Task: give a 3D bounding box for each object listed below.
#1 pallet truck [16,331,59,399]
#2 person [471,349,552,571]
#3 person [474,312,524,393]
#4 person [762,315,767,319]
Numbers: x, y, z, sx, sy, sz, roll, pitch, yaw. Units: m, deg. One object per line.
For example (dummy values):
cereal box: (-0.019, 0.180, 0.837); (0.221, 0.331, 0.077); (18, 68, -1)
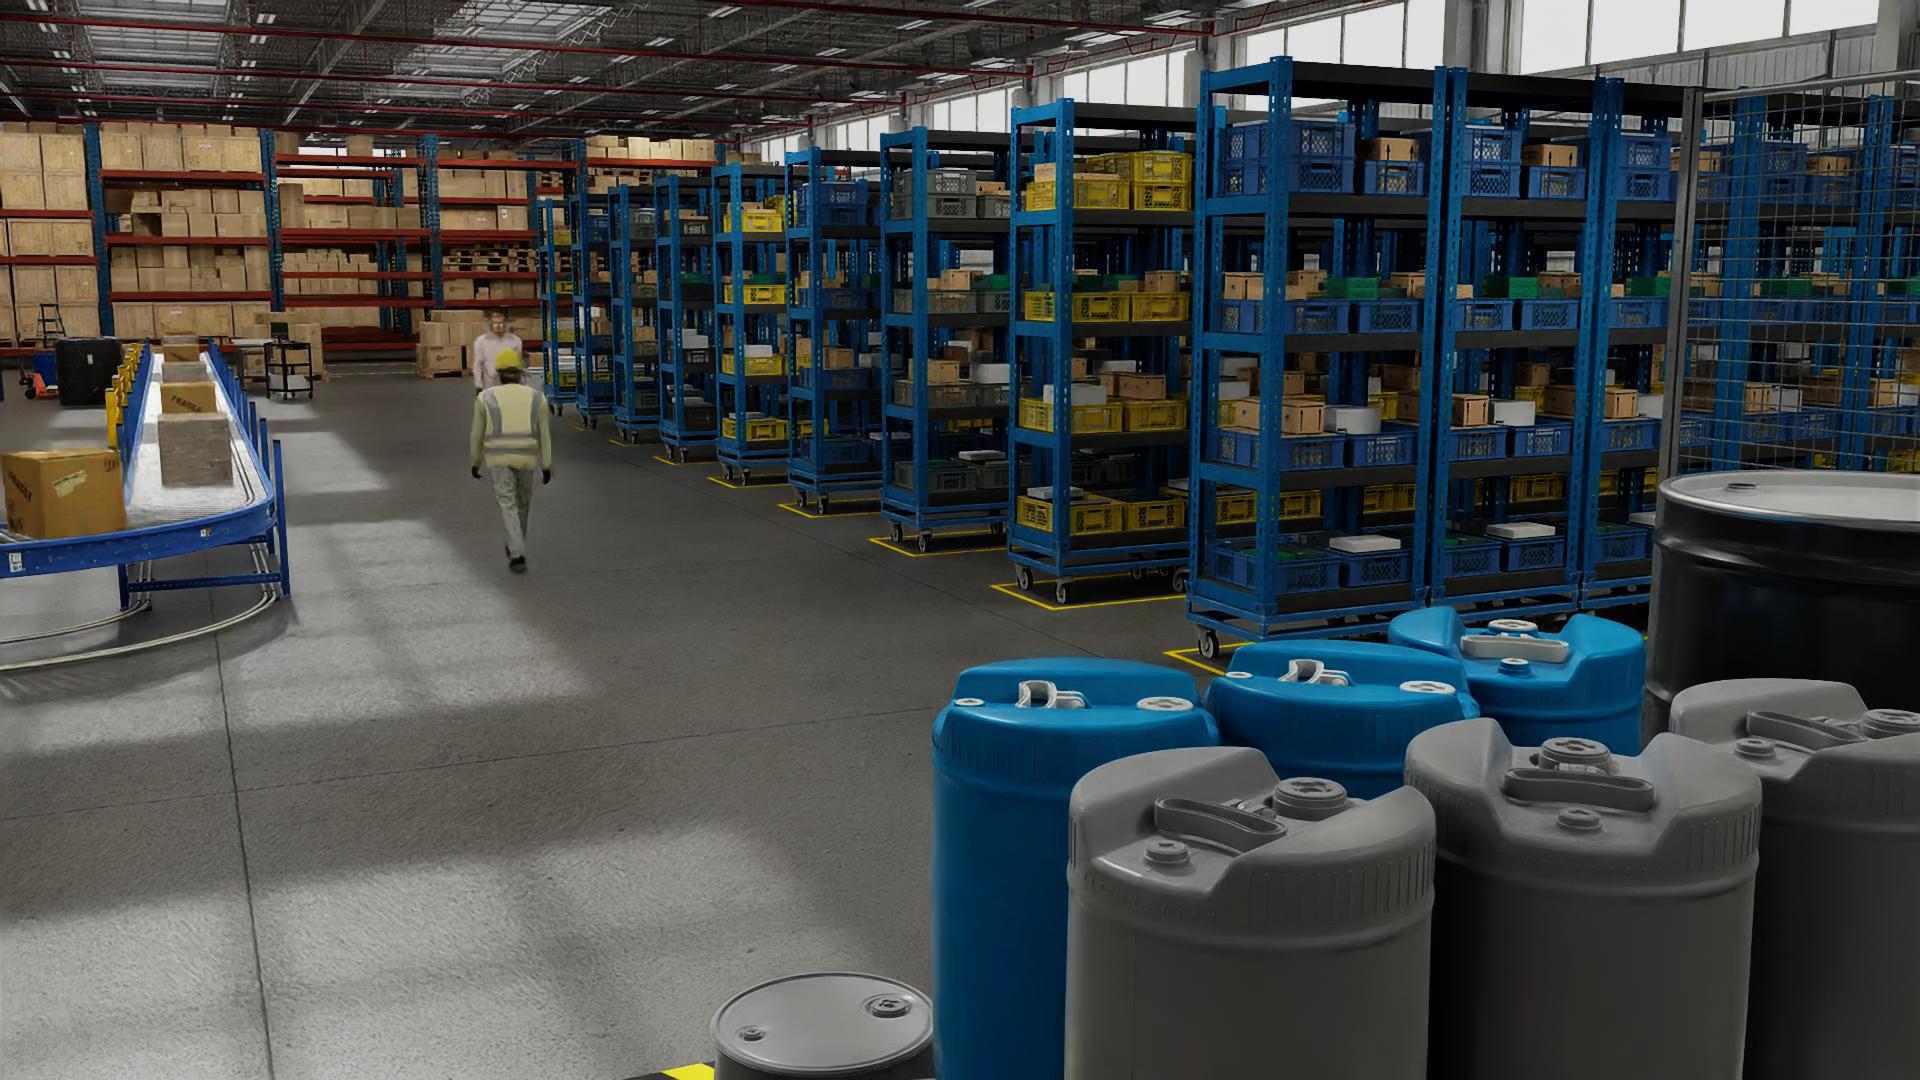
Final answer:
pallet truck: (-17.082, -3.353, 31.781); (1.630, 1.274, 0.653); (-4, 10, -25)
person: (-3.658, -0.657, 13.570); (0.601, 1.789, 0.922); (-6, 11, -32)
person: (-6.210, -2.136, 22.441); (0.652, 1.887, 0.709); (-3, 10, -16)
person: (-4.100, -4.232, 35.080); (0.396, 1.993, 0.618); (4, 10, 21)
